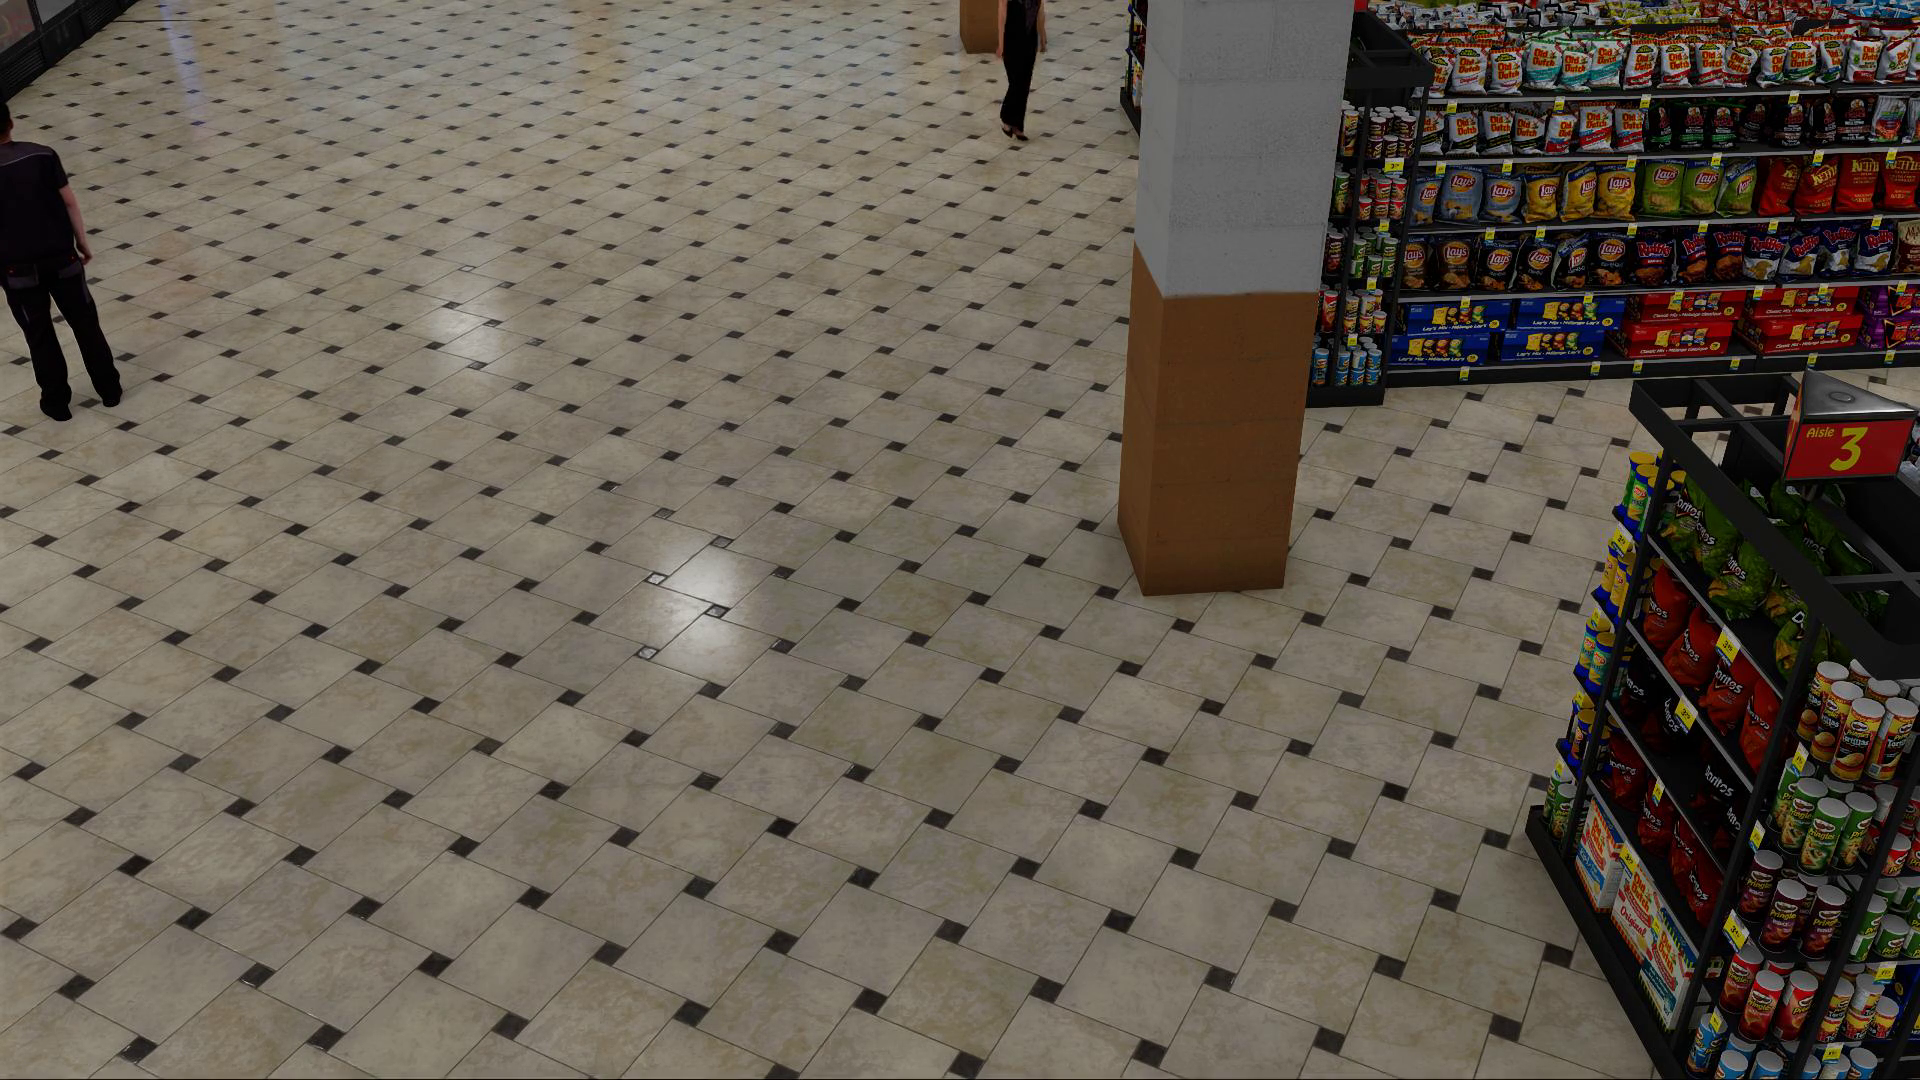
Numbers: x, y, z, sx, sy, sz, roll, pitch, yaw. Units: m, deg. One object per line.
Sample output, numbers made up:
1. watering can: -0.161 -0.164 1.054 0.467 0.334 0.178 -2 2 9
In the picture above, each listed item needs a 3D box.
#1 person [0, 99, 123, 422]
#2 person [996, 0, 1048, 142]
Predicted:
1. person: -5.116 -1.558 9.232 0.742 1.846 0.859 -22 38 -32
2. person: 0.432 -4.029 13.446 0.663 1.590 0.753 -23 39 -32
